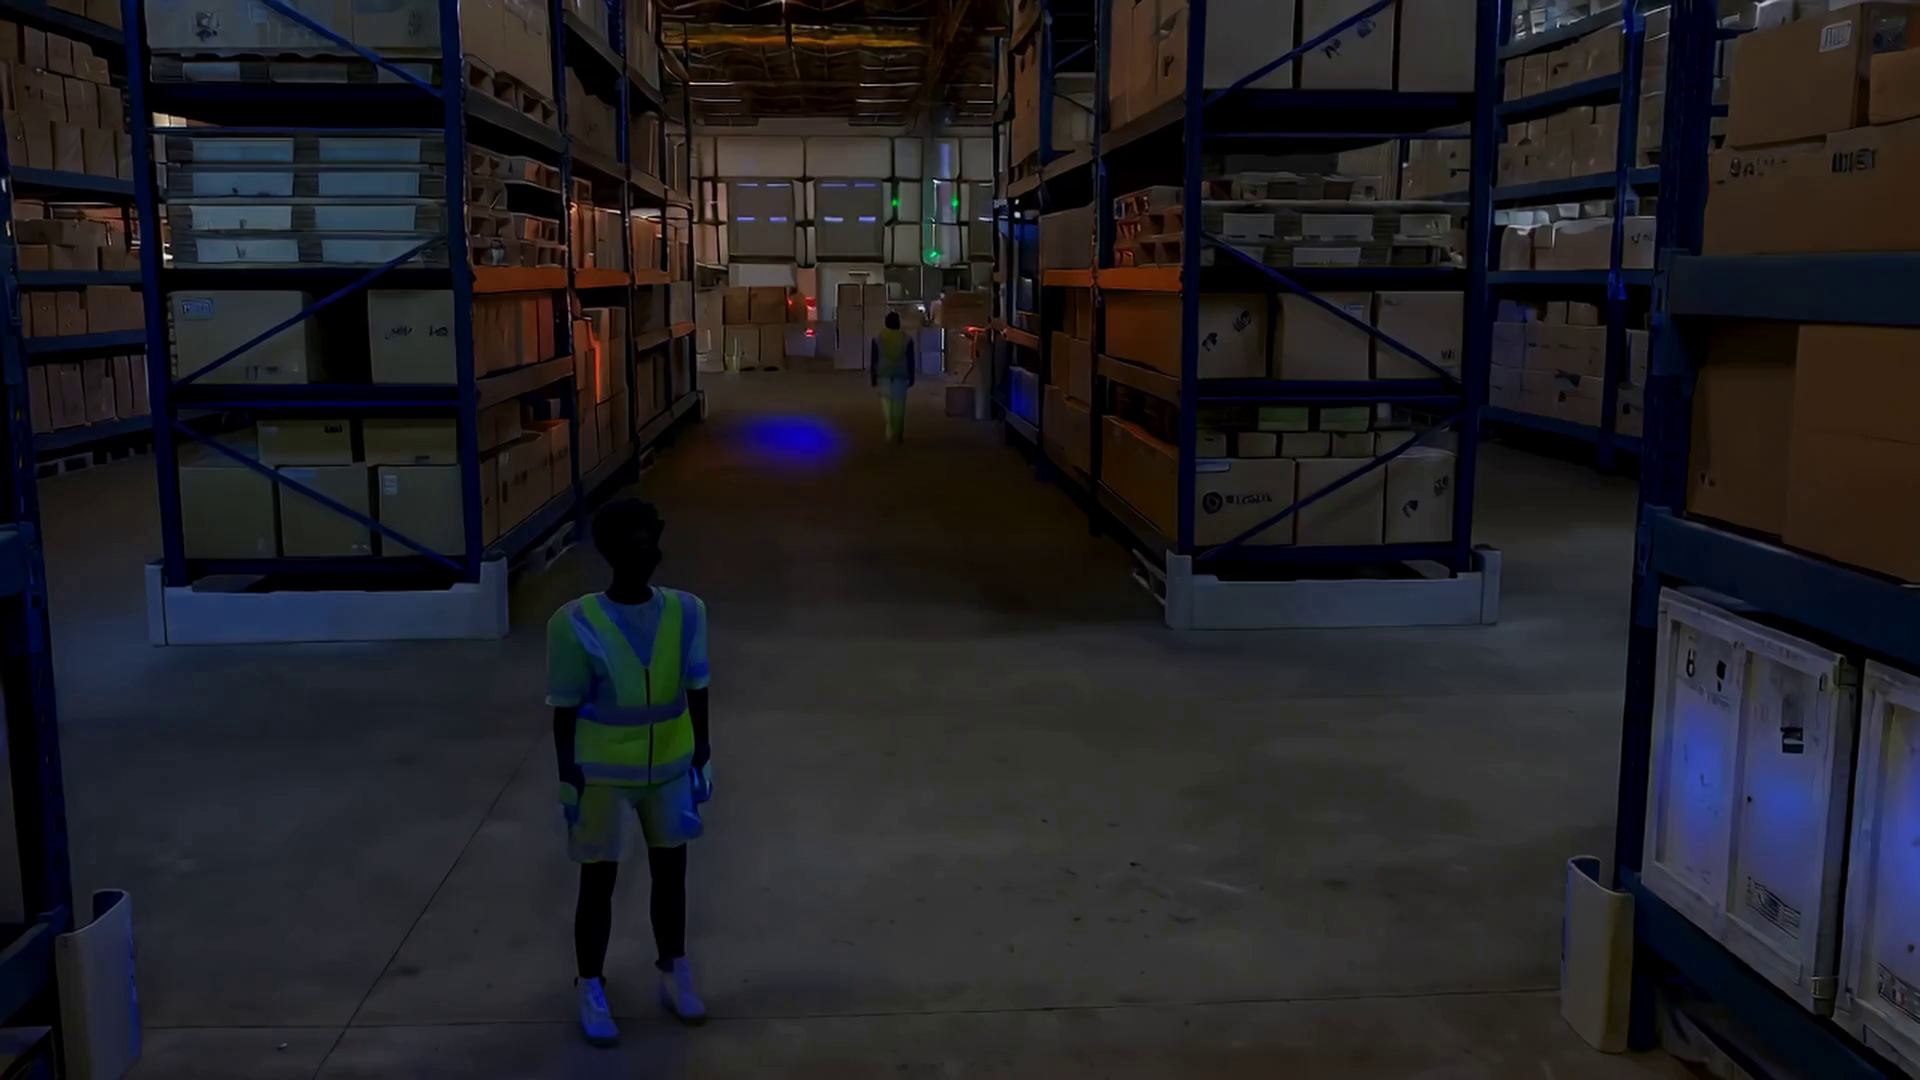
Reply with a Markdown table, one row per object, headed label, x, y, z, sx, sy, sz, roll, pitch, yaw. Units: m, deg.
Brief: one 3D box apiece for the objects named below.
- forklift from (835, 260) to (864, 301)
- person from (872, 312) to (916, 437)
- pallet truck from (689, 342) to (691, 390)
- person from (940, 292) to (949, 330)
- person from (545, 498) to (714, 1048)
| label | x | y | z | sx | sy | sz | roll | pitch | yaw |
| --- | --- | --- | --- | --- | --- | --- | --- | --- | --- |
| forklift | -3.484 | -7.453 | 52.630 | 1.129 | 2.768 | 1.873 | -1 | 9 | -4 |
| person | -0.962 | -2.394 | 24.173 | 0.640 | 1.831 | 0.660 | 0 | 9 | 0 |
| pallet truck | -5.225 | -3.008 | 27.480 | 1.885 | 1.965 | 0.823 | 2 | 9 | 14 |
| person | -0.414 | -5.589 | 43.941 | 0.671 | 1.917 | 0.637 | 0 | 9 | 3 |
| person | -1.008 | 0.705 | 5.133 | 0.536 | 1.691 | 0.319 | -6 | 11 | -33 |
